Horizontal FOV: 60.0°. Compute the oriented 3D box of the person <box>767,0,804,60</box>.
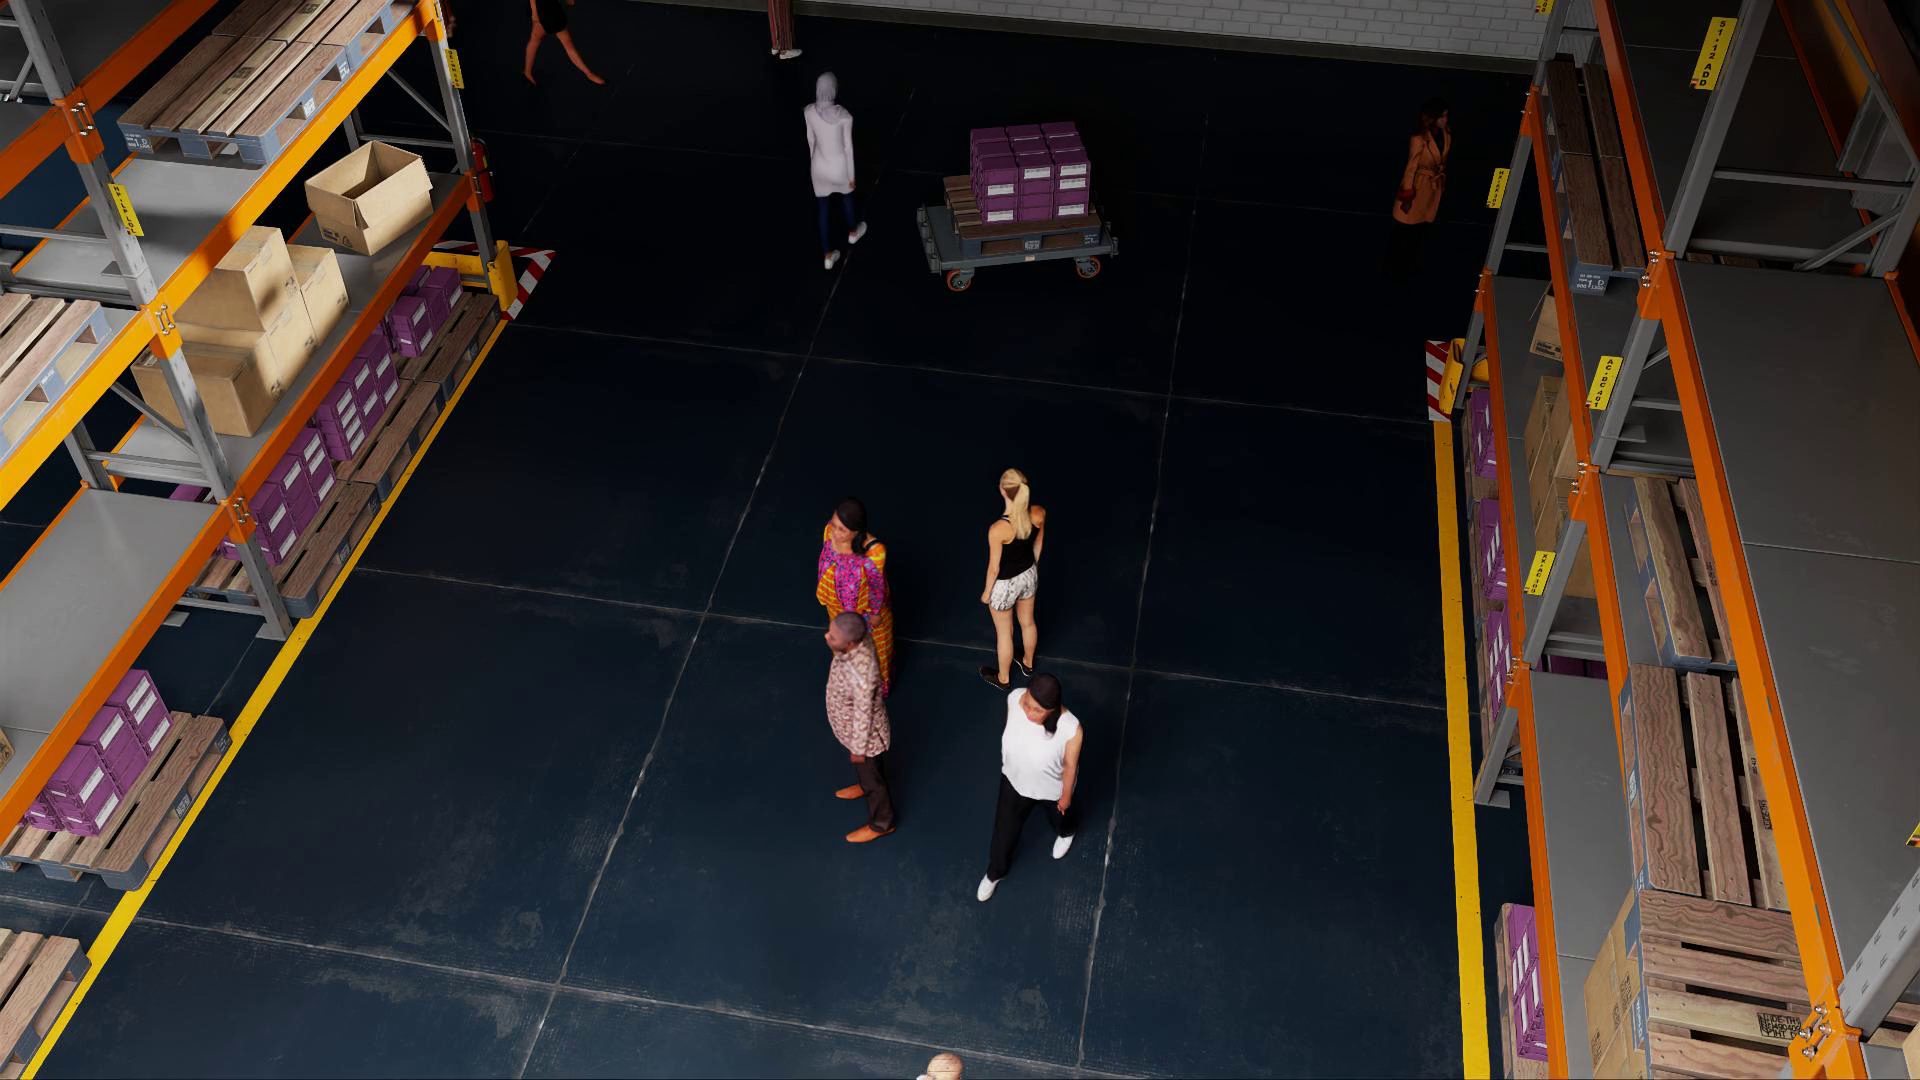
[{"bbox_3d":[-1.862,-5.733,17.075,0.689,1.561,0.645,-34,53,-30],"label":"person"}]

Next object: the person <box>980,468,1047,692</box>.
[{"bbox_3d":[0.344,0.245,10.594,0.675,1.846,0.737,-26,50,-25],"label":"person"}]

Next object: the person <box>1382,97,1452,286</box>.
[{"bbox_3d":[3.874,-2.945,14.034,0.767,1.720,0.826,-26,49,-24],"label":"person"}]

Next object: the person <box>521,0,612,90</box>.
[{"bbox_3d":[-4.184,-5.226,16.381,0.729,1.785,1.117,2,44,2],"label":"person"}]

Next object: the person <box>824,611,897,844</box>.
[{"bbox_3d":[-0.565,1.065,9.766,0.813,1.801,0.662,-7,44,-8],"label":"person"}]

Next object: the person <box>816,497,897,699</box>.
[{"bbox_3d":[-0.666,0.349,10.608,0.776,1.676,0.809,28,50,26],"label":"person"}]

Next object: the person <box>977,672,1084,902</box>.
[{"bbox_3d":[0.491,1.339,9.584,0.922,1.654,1.122,26,49,25],"label":"person"}]

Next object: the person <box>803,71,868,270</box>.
[{"bbox_3d":[-1.132,-3.101,14.172,0.739,1.755,0.961,14,45,14],"label":"person"}]
